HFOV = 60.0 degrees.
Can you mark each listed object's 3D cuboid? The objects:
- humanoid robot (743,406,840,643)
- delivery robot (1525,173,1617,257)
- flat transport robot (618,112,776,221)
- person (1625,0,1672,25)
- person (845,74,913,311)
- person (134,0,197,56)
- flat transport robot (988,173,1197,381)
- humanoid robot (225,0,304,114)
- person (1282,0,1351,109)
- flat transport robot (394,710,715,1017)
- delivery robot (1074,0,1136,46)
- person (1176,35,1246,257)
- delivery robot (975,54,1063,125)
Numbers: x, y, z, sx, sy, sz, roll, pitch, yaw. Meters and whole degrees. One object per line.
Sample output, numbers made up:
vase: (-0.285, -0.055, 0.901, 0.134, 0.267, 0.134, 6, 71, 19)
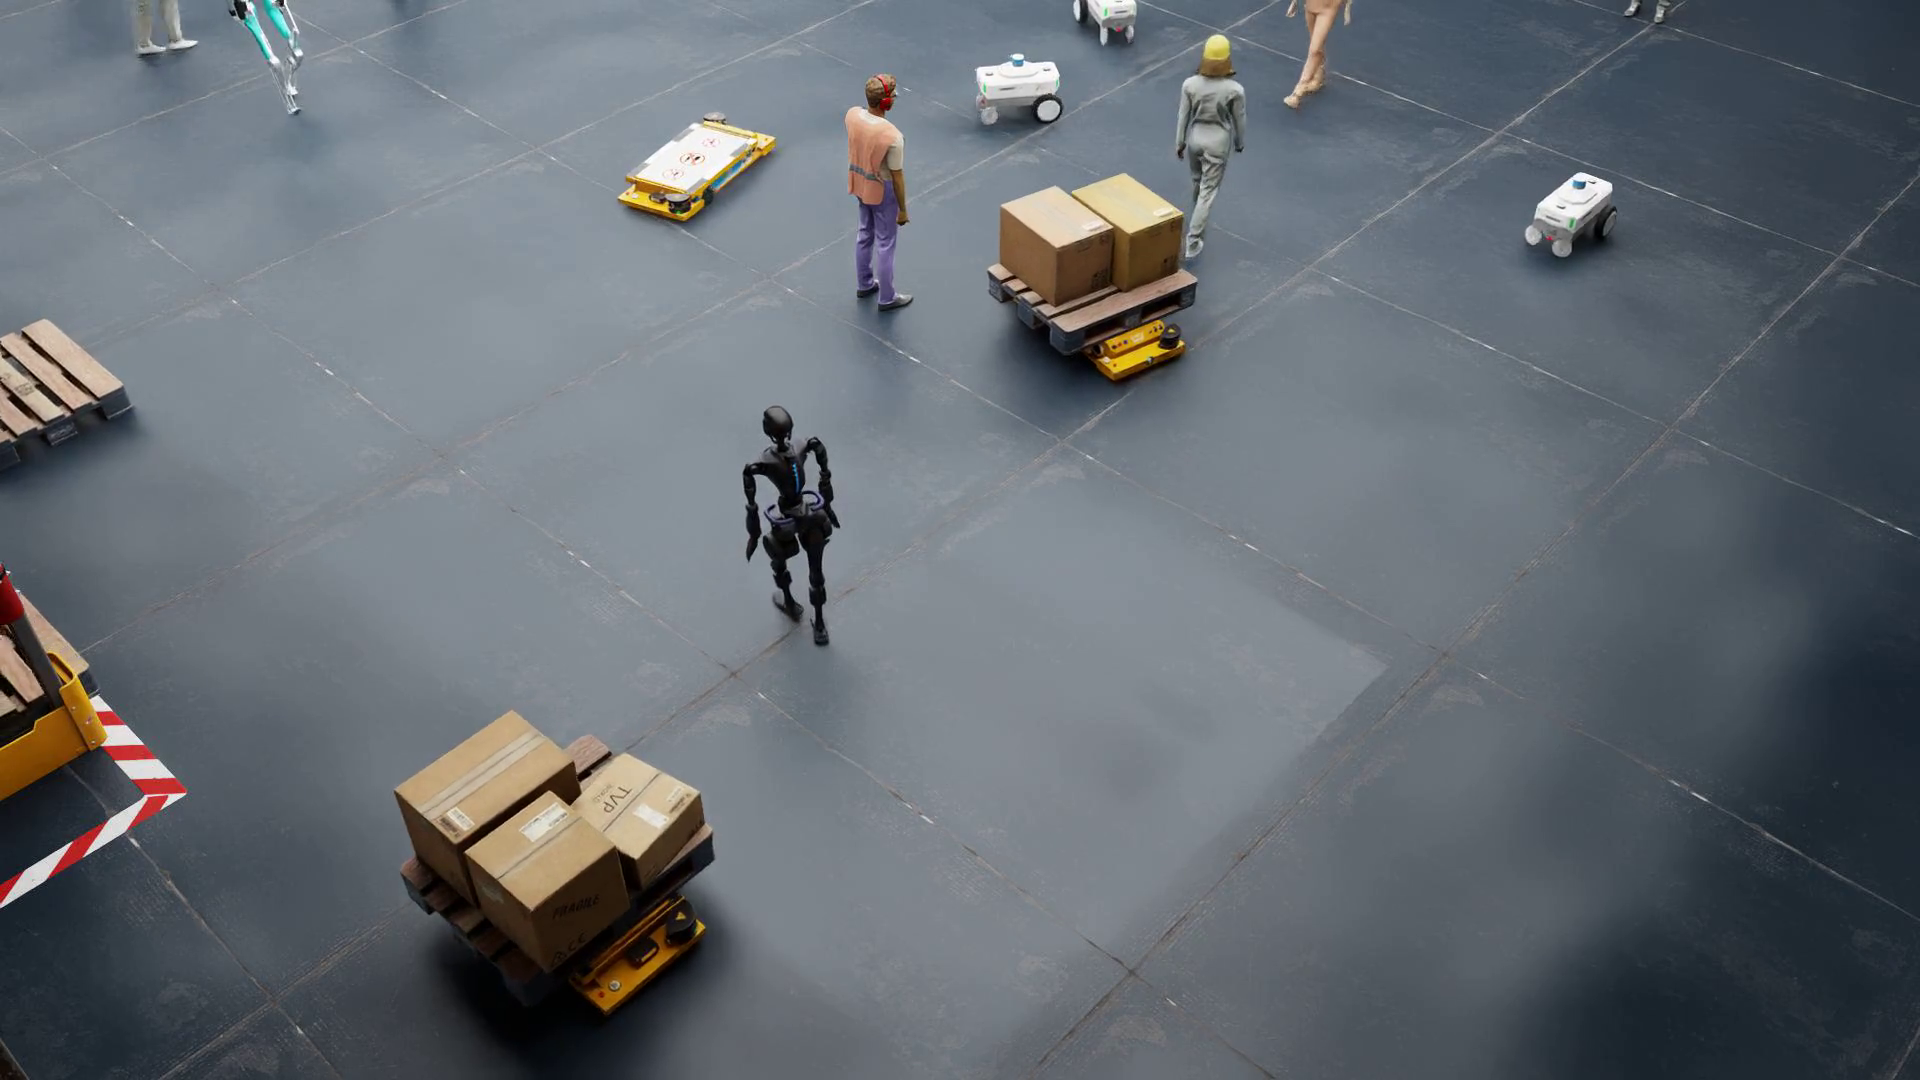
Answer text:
humanoid robot: (-0.974, -0.121, 9.612, 0.586, 1.636, 0.525, -24, 47, -25)
delivery robot: (4.872, -2.627, 13.220, 0.499, 0.579, 0.750, 31, 50, 30)
flat transport robot: (-2.210, -3.159, 14.038, 0.659, 0.231, 1.431, 19, 45, 20)
person: (6.787, -5.890, 15.908, 0.568, 1.831, 0.408, 18, 45, 19)
person: (-0.607, -2.516, 12.152, 0.376, 1.840, 0.562, -32, 51, -31)
person: (-7.565, -5.286, 15.395, 0.617, 1.604, 0.529, -29, 50, -29)
flat transport robot: (0.978, -1.708, 12.424, 0.659, 0.231, 1.431, -24, 47, -24)
humanoid robot: (-6.097, -4.600, 14.625, 0.555, 1.892, 0.760, -29, 49, -28)
person: (3.119, -4.665, 14.630, 0.515, 1.707, 0.884, 31, 51, 30)
flat transport robot: (-2.028, 1.783, 8.545, 1.431, 0.231, 0.659, 31, 50, 30)
delivery robot: (1.438, -5.162, 16.044, 0.499, 0.587, 0.777, -10, 43, -11)
person: (1.943, -3.091, 12.893, 0.496, 1.689, 0.880, 19, 45, 20)
delivery robot: (0.534, -4.013, 14.786, 0.812, 0.614, 0.499, -7, 42, -7)
